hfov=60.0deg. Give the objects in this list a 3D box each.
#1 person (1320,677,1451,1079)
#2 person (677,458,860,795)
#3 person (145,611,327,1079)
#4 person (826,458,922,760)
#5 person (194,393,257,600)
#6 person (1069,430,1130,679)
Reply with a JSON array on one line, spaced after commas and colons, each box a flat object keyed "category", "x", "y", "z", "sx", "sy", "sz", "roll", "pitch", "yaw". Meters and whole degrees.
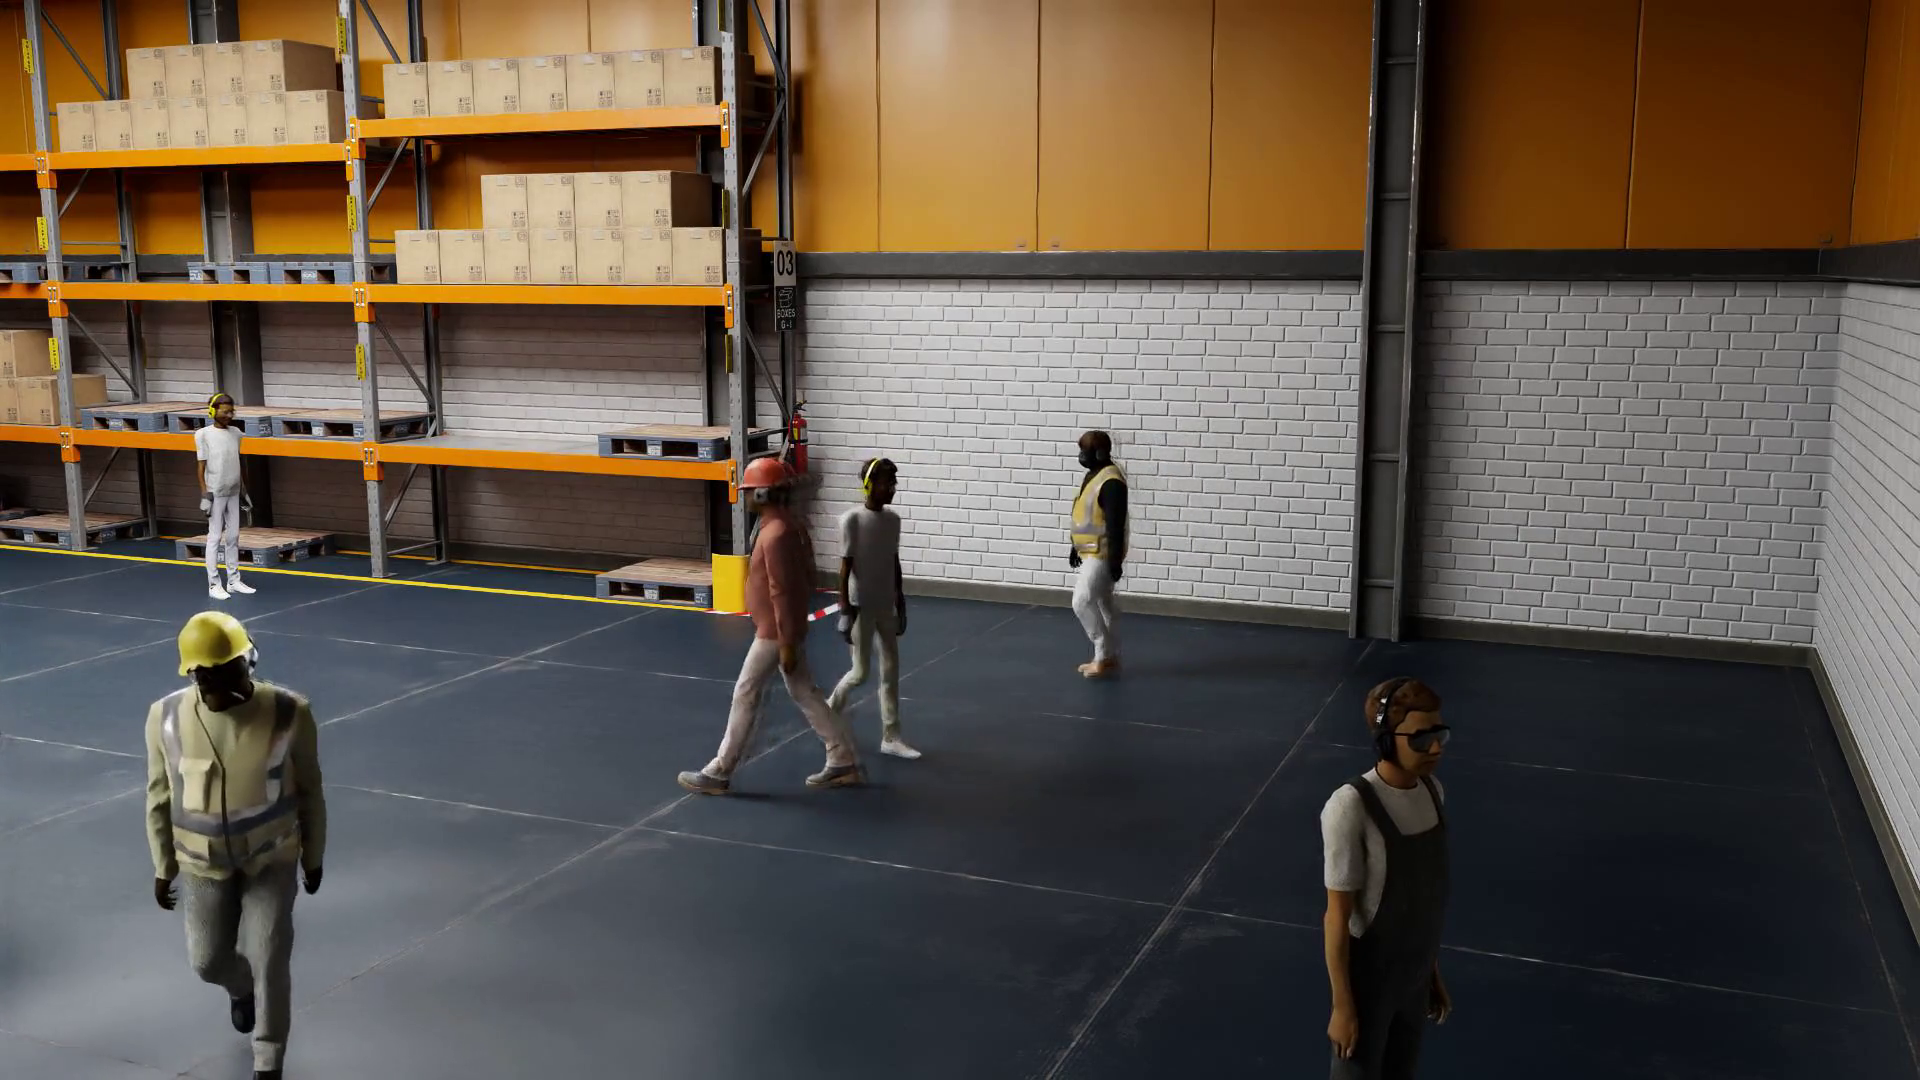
[{"category": "person", "x": 1.247, "y": 1.300, "z": 4.855, "sx": 0.506, "sy": 1.847, "sz": 0.343, "roll": -8, "pitch": 12, "yaw": -41}, {"category": "person", "x": -1.063, "y": 0.496, "z": 9.476, "sx": 1.045, "sy": 1.934, "sz": 0.622, "roll": 0, "pitch": 9, "yaw": -1}, {"category": "person", "x": -2.624, "y": 1.116, "z": 6.086, "sx": 0.602, "sy": 1.807, "sz": 0.628, "roll": -2, "pitch": 10, "yaw": -14}, {"category": "person", "x": -0.555, "y": 0.417, "z": 10.175, "sx": 0.639, "sy": 1.853, "sz": 0.575, "roll": 9, "pitch": 13, "yaw": 43}, {"category": "person", "x": -6.679, "y": -0.403, "z": 15.121, "sx": 0.327, "sy": 1.865, "sz": 0.520, "roll": 4, "pitch": 10, "yaw": 24}, {"category": "person", "x": 0.997, "y": 0.108, "z": 12.157, "sx": 0.465, "sy": 1.829, "sz": 0.644, "roll": -1, "pitch": 9, "yaw": -7}]
